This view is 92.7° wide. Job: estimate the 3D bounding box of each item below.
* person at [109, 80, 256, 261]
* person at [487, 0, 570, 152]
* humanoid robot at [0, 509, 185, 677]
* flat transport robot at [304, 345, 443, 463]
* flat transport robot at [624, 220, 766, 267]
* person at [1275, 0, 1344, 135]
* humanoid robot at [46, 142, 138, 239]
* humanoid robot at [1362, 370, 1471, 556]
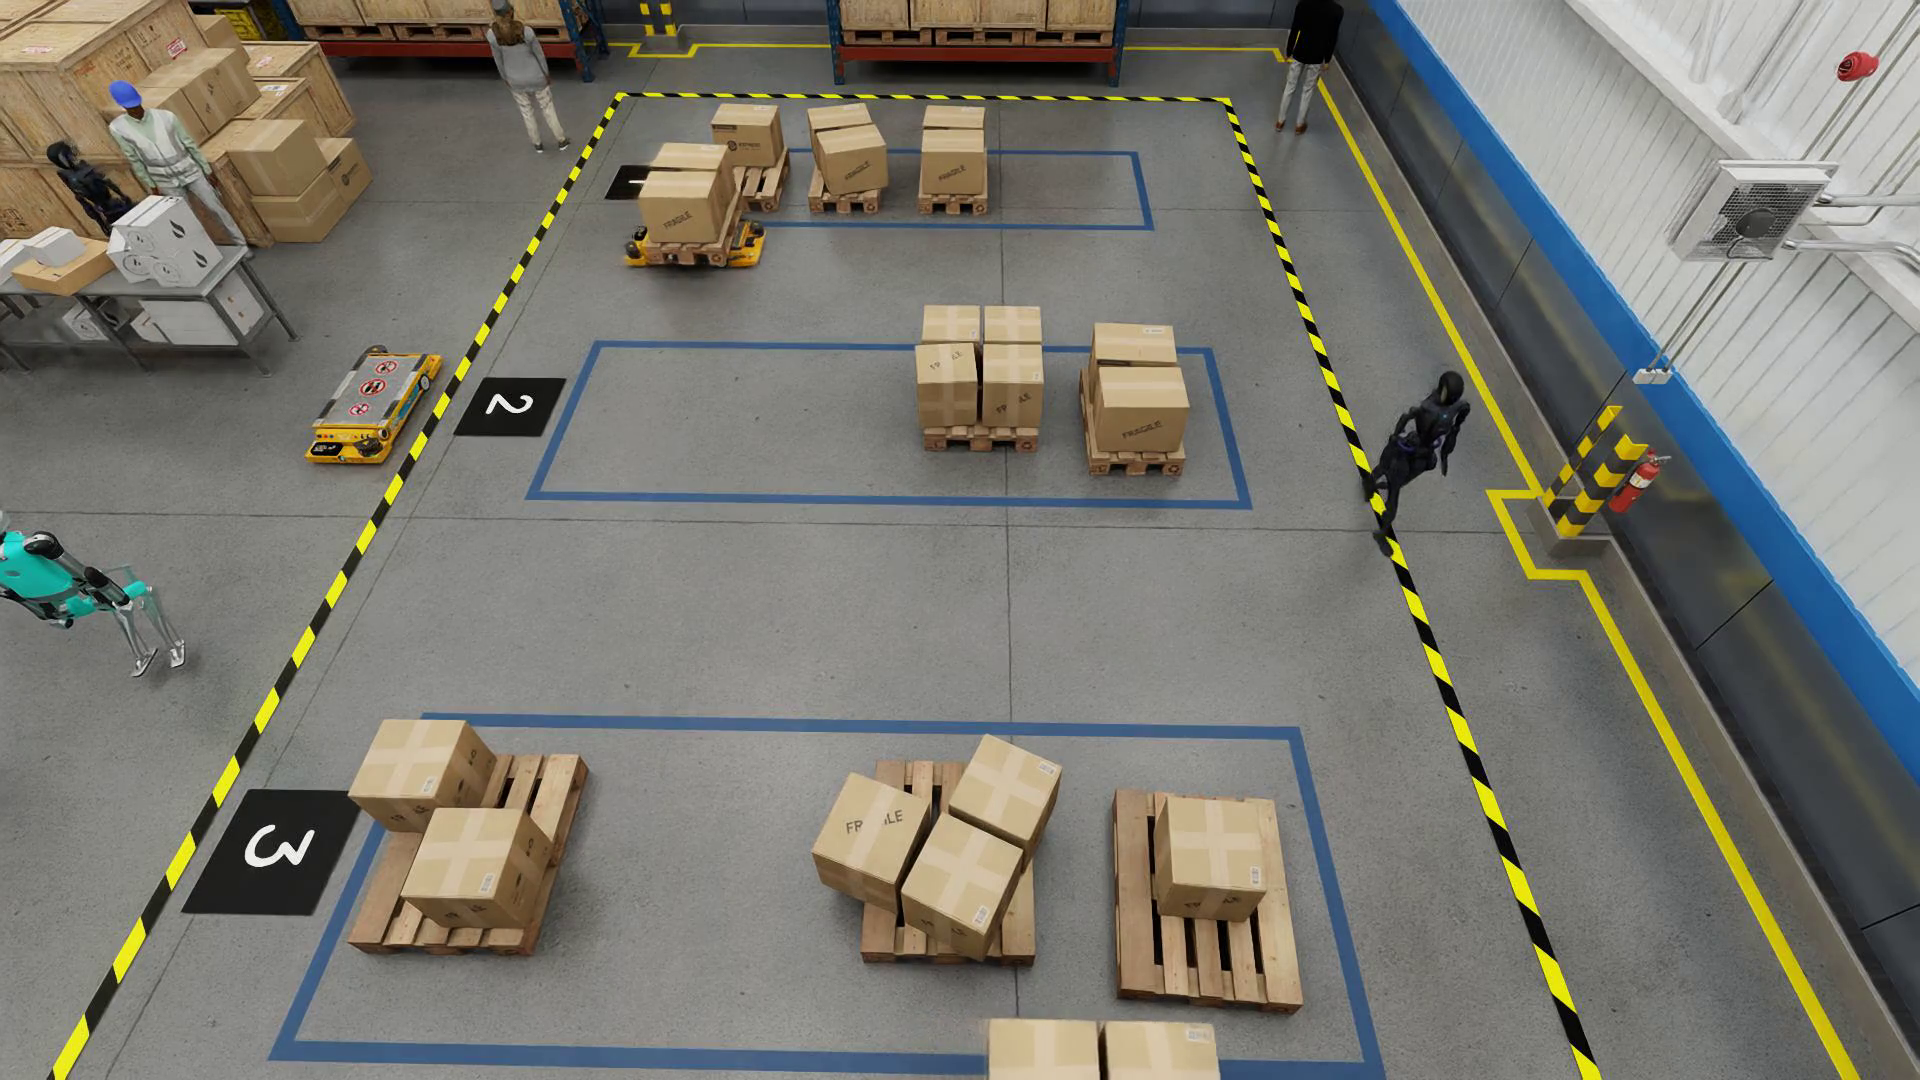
[{"bbox_3d":[-8.042,-3.743,9.443,0.607,1.939,0.413,-28,55,-22],"label":"person"},{"bbox_3d":[-5.273,-5.627,11.146,0.572,1.764,0.401,-9,50,-7],"label":"person"},{"bbox_3d":[-5.809,0.262,6.092,0.533,1.681,0.735,-12,51,-10],"label":"humanoid robot"},{"bbox_3d":[-5.383,-1.269,8.441,0.659,0.231,1.431,1,50,1],"label":"flat transport robot"},{"bbox_3d":[-2.919,-3.302,10.142,1.431,0.197,0.652,1,50,1],"label":"flat transport robot"},{"bbox_3d":[4.342,-6.033,11.419,0.584,1.878,0.382,22,53,18],"label":"person"},{"bbox_3d":[-8.354,-3.215,9.170,0.584,1.633,0.509,3,50,3],"label":"humanoid robot"},{"bbox_3d":[3.471,-0.674,7.056,0.608,1.650,0.769,-7,50,-6],"label":"humanoid robot"}]
